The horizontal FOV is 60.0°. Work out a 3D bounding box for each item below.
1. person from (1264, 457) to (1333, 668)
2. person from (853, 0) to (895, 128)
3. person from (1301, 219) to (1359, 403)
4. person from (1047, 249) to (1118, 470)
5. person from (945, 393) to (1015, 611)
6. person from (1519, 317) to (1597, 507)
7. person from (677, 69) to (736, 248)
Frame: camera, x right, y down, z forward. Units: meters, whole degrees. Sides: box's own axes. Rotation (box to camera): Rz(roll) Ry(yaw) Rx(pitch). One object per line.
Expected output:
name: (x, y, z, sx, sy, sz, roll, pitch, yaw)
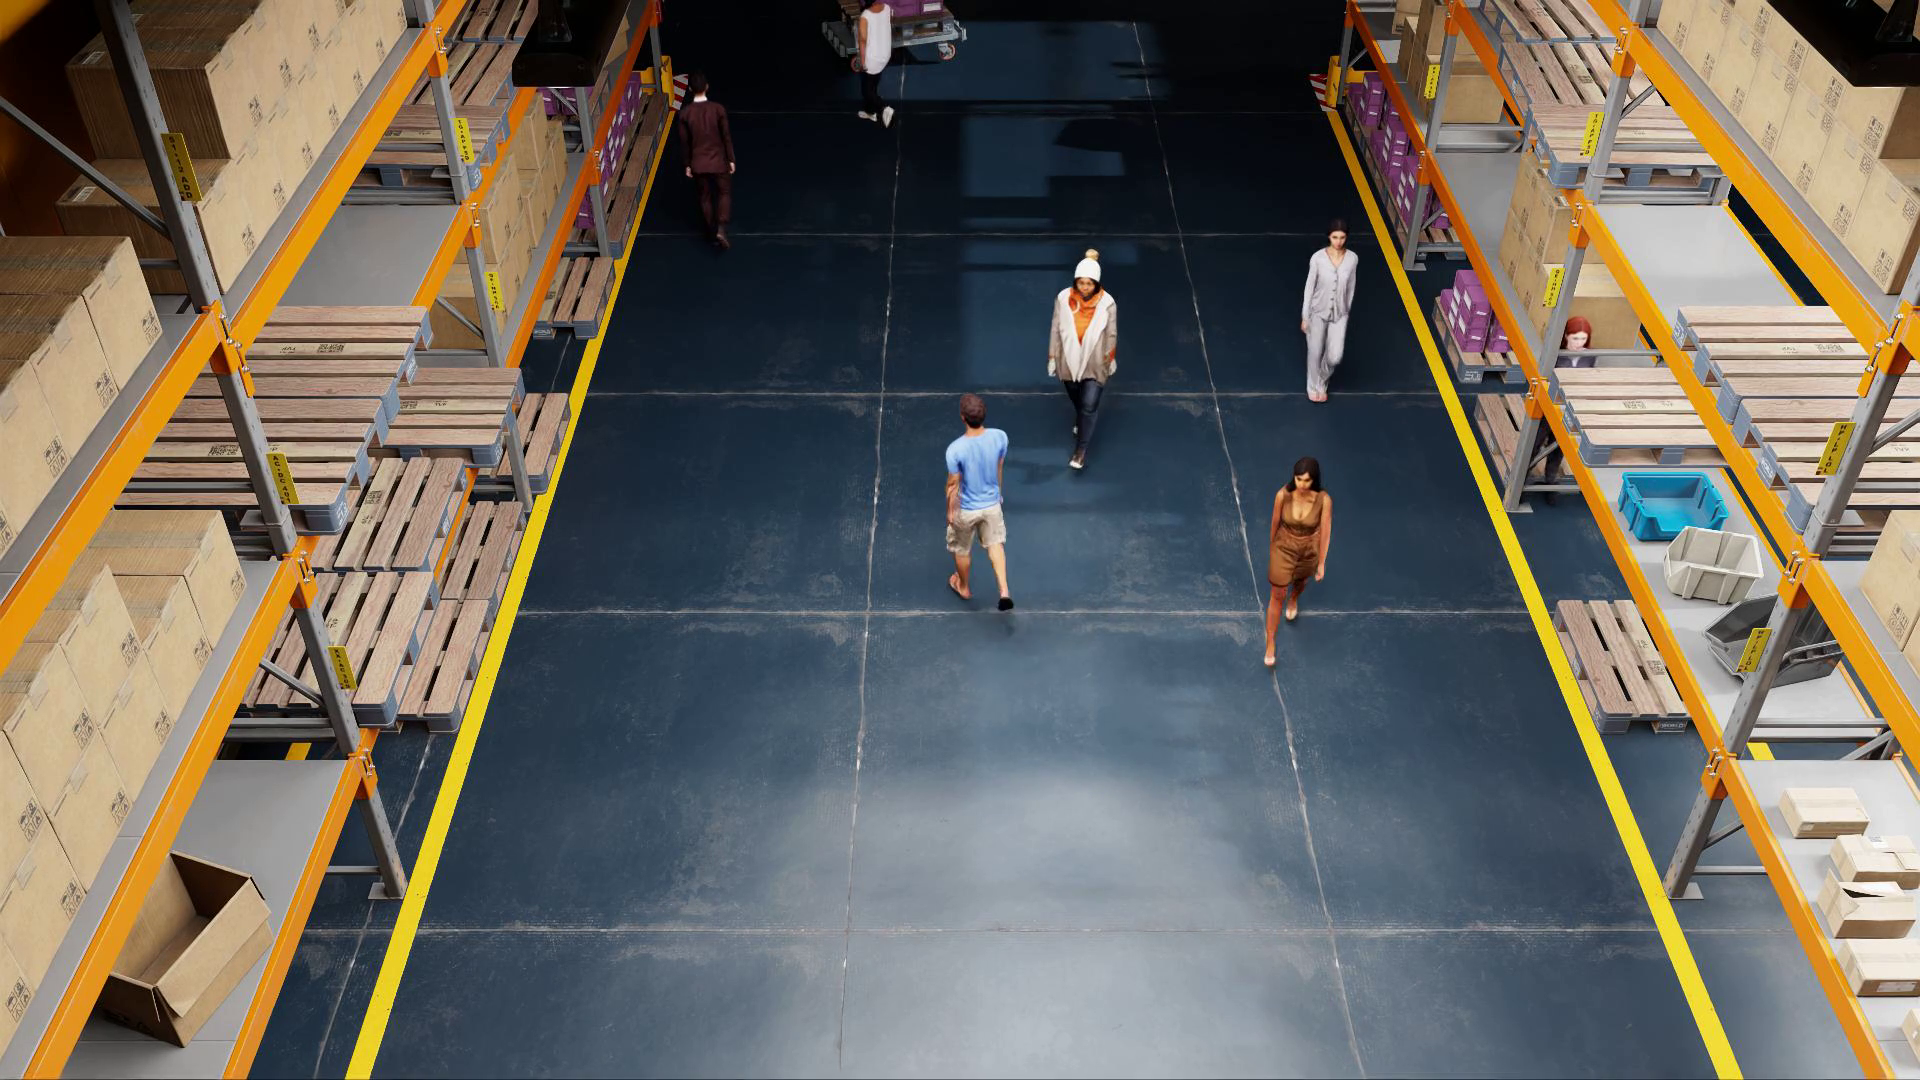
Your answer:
person: (2.446, 0.044, 11.988, 0.710, 1.639, 1.094, 7, 39, 9)
person: (-0.966, -5.491, 18.893, 1.020, 1.670, 0.980, 29, 47, 31)
person: (3.171, -2.015, 14.470, 0.605, 1.759, 0.626, 2, 39, 2)
person: (1.044, -1.580, 13.861, 0.926, 1.839, 1.255, 10, 40, 13)
person: (0.160, -0.229, 12.159, 0.877, 1.851, 1.062, -15, 41, -18)
person: (4.723, -1.022, 13.218, 0.583, 1.769, 0.529, -2, 39, -2)
person: (-2.486, -3.728, 16.539, 0.722, 1.852, 0.902, -3, 39, -4)
